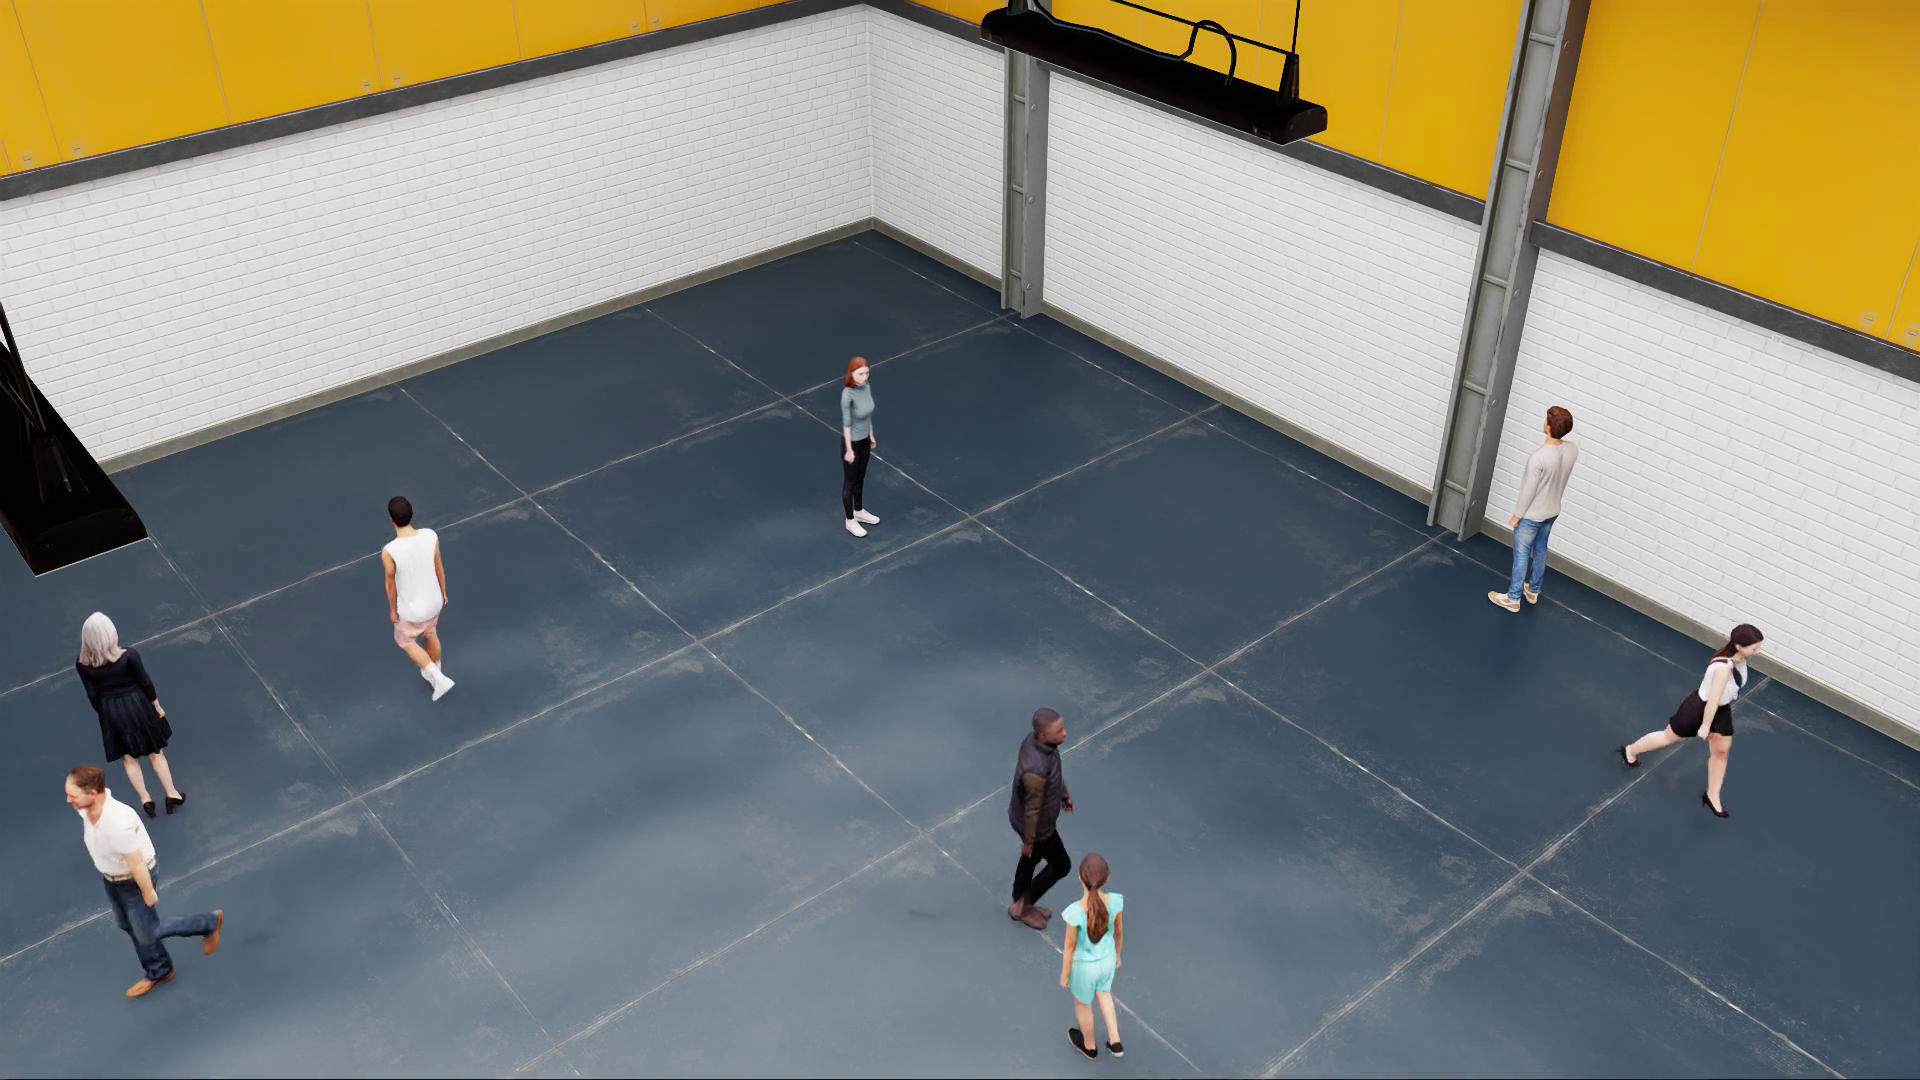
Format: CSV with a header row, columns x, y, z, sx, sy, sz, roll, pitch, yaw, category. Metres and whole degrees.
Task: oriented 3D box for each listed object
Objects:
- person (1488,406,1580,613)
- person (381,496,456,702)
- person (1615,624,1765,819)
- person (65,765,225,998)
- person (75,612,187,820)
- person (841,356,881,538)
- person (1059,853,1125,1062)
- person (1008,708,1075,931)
x,y,z,sx,sy,sz,roll,pitch,yaw,category
4.827,-0.254,13.862,0.700,1.905,0.643,-17,37,-24,person
-4.151,0.508,12.840,0.869,1.767,0.709,27,42,34,person
5.250,1.221,11.923,1.131,1.596,0.642,25,41,32,person
-5.097,2.074,10.424,0.897,1.834,0.813,27,42,34,person
-5.879,1.237,11.763,0.688,1.746,0.692,-10,35,-14,person
-0.918,-0.864,14.926,0.630,1.742,0.635,19,38,26,person
0.824,2.565,9.950,0.640,1.541,0.726,-16,37,-22,person
0.418,1.807,10.837,0.886,1.820,0.822,3,34,4,person
